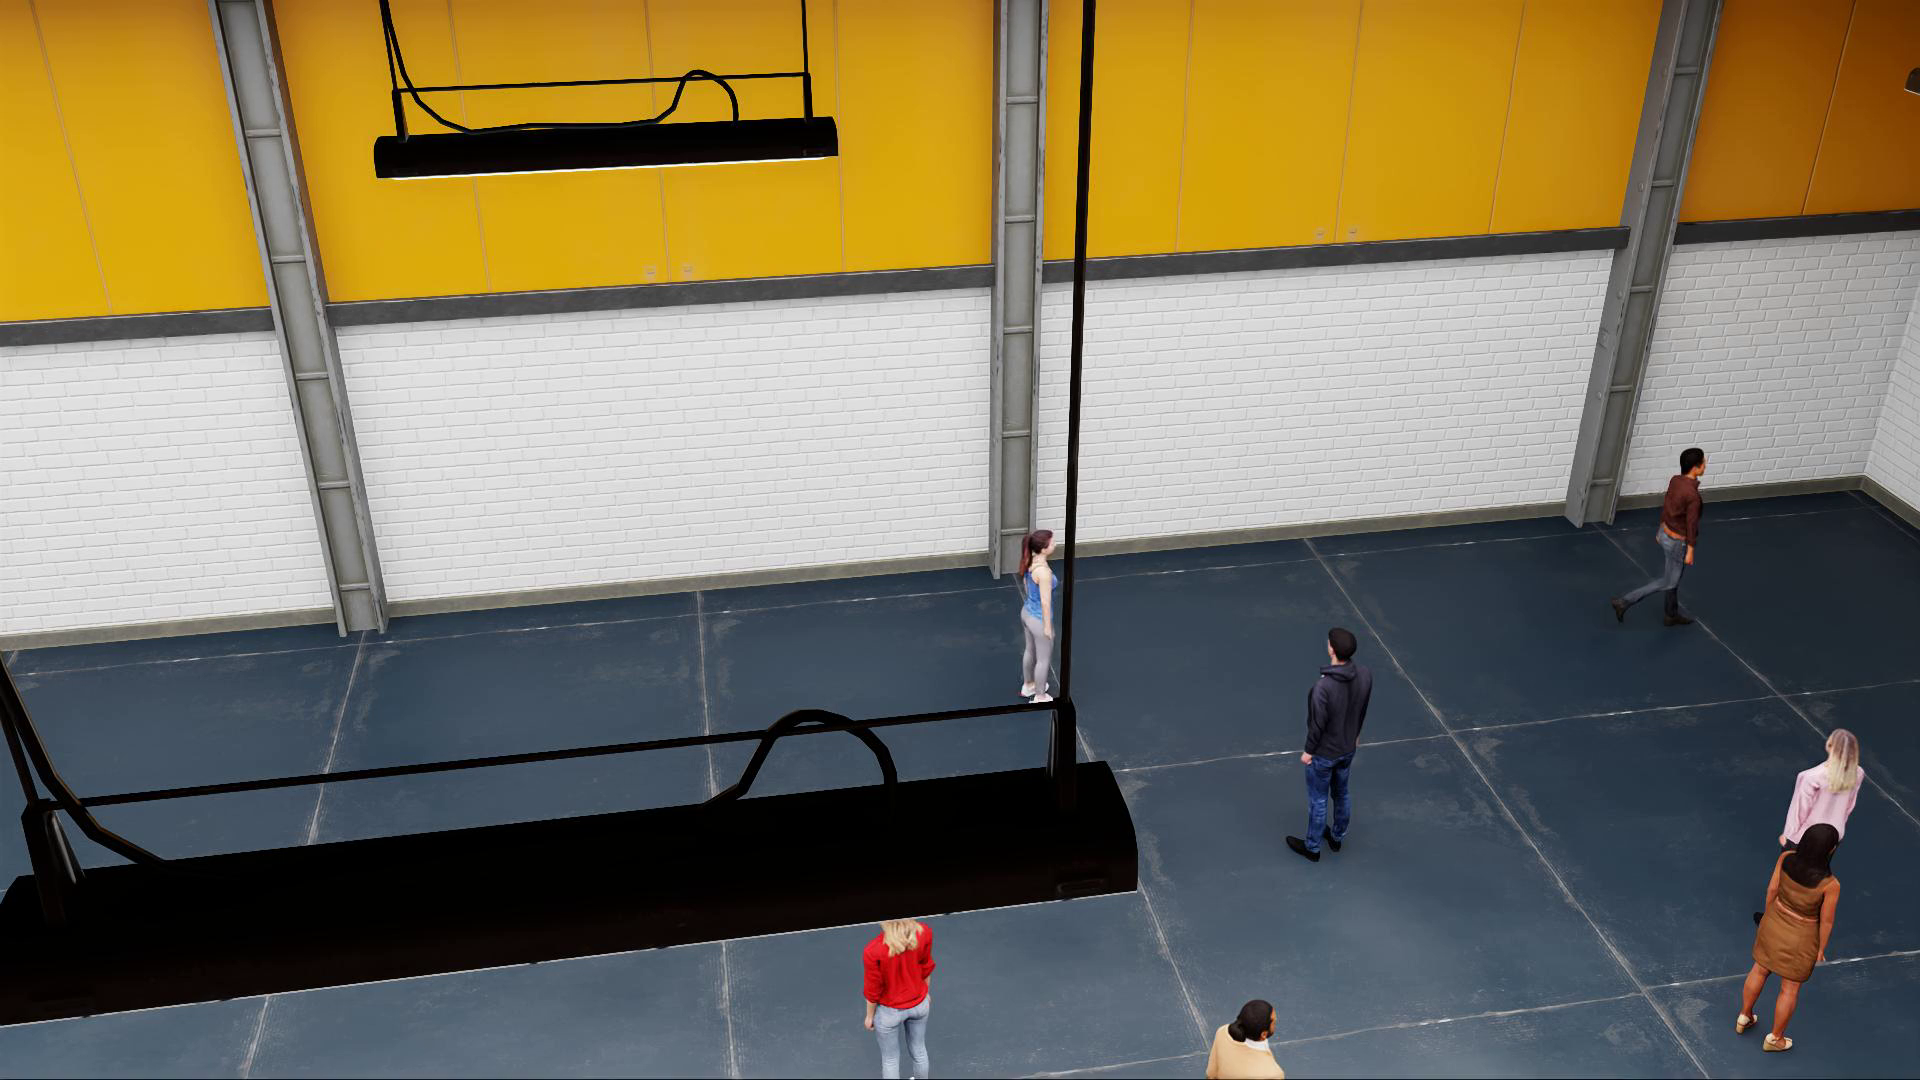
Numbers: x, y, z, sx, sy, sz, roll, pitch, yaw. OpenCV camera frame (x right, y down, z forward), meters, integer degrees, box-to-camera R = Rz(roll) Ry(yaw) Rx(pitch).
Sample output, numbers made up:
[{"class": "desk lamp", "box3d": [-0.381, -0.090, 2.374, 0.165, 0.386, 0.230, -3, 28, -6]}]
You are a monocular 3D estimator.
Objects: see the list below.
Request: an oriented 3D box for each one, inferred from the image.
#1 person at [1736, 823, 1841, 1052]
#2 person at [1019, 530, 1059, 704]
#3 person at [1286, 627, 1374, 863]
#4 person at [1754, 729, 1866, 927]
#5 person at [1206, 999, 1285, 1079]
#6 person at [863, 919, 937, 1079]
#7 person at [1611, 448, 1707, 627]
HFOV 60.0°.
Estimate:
[{"class": "person", "box3d": [5.146, 2.446, 10.311, 0.626, 1.688, 0.637, -17, 33, -28]}, {"class": "person", "box3d": [0.637, 0.638, 13.709, 0.604, 1.608, 0.612, -10, 30, -17]}, {"class": "person", "box3d": [2.665, 1.466, 11.892, 0.650, 1.894, 0.810, -17, 33, -28]}, {"class": "person", "box3d": [5.745, 1.977, 11.170, 0.470, 1.688, 0.651, -5, 29, -10]}, {"class": "person", "box3d": [1.520, 3.155, 8.943, 0.721, 1.753, 0.740, -18, 34, -30]}, {"class": "person", "box3d": [-0.352, 2.731, 9.770, 0.569, 1.705, 0.737, -16, 32, -26]}, {"class": "person", "box3d": [6.236, 0.019, 14.684, 1.093, 1.762, 0.801, 0, 29, 1]}]
